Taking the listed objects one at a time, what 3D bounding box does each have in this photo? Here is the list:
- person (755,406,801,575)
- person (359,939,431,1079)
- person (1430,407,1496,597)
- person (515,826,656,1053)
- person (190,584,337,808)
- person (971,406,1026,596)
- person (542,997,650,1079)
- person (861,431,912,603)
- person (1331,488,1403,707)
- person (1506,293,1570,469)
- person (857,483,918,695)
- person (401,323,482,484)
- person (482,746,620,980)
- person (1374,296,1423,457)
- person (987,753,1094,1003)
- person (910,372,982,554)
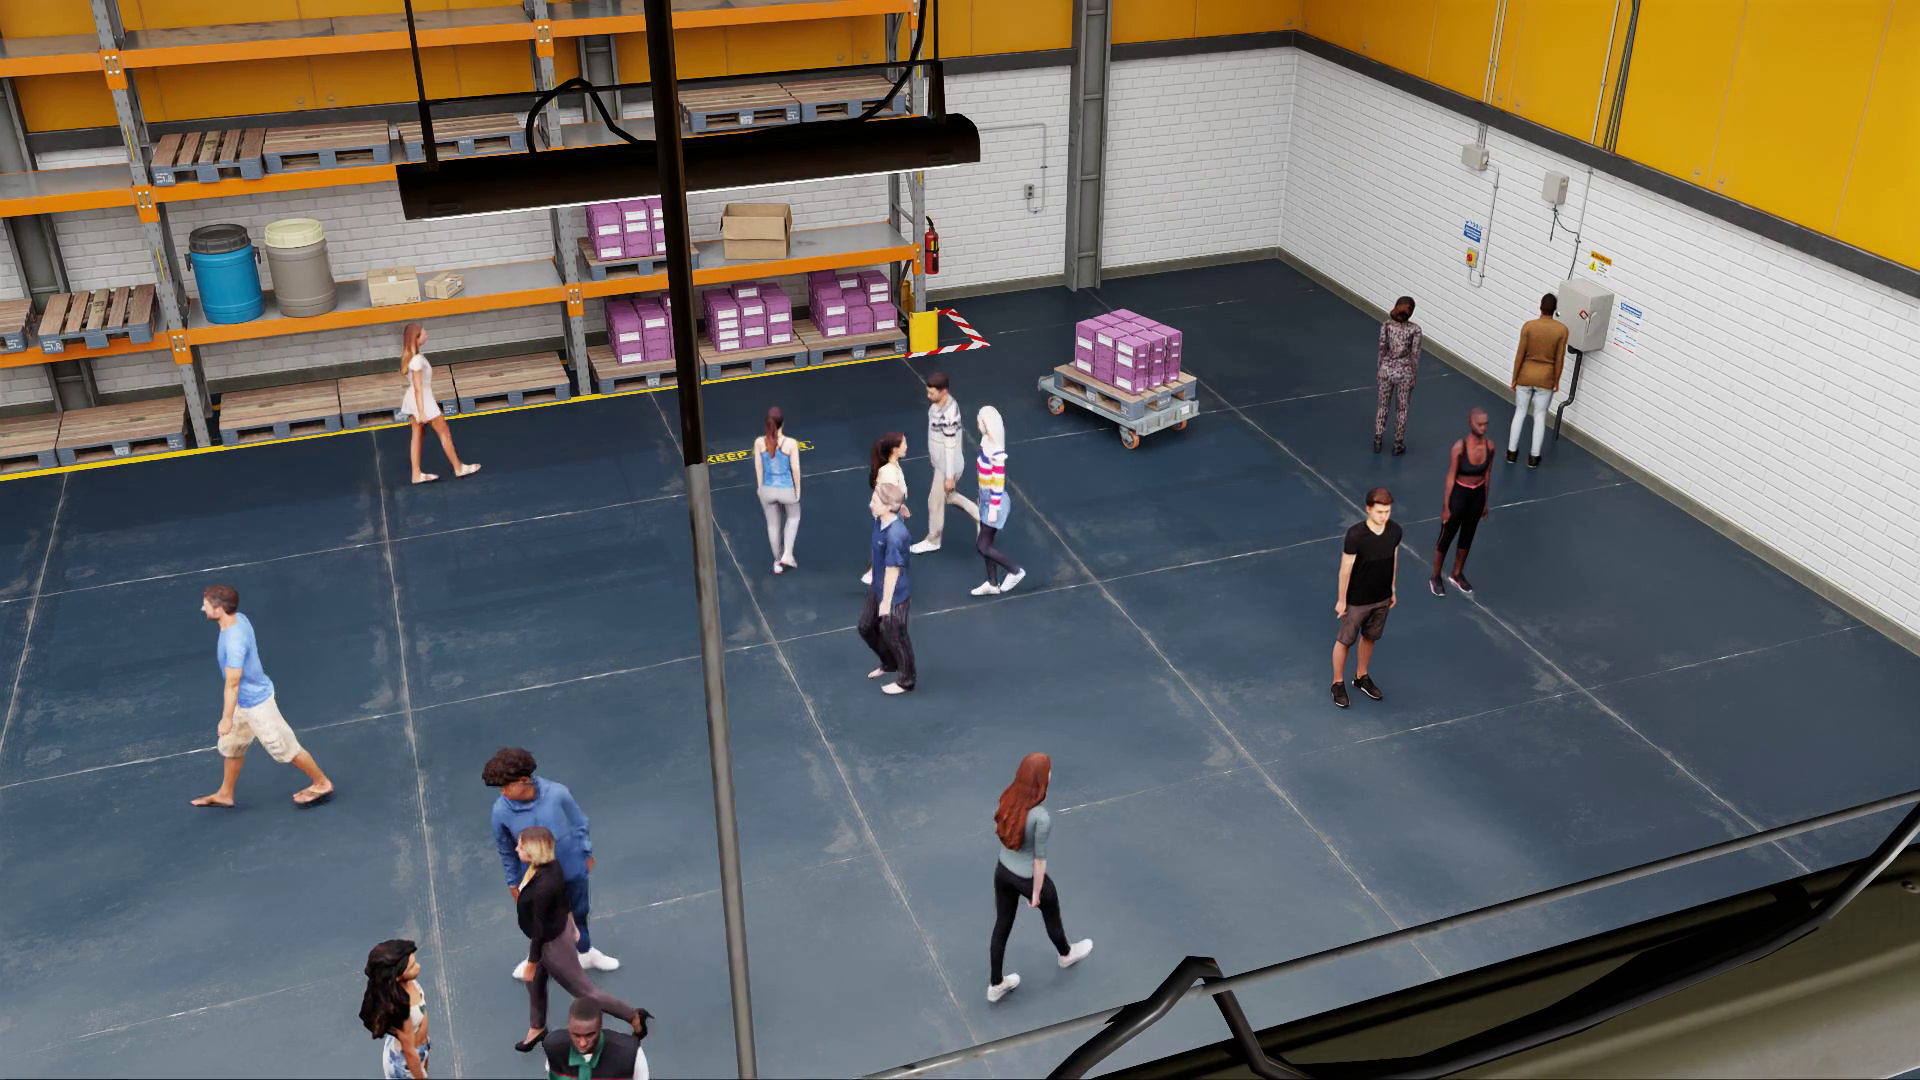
[{"bbox_3d":[-1.636,-0.405,14.829,0.667,1.600,0.724,1,29,1],"label":"person"},{"bbox_3d":[-2.958,2.795,8.942,0.561,1.621,0.549,-9,30,-15],"label":"person"},{"bbox_3d":[4.422,-0.355,14.571,0.495,1.760,0.672,-7,29,-12],"label":"person"},{"bbox_3d":[-2.255,2.377,9.698,1.084,1.630,0.676,-7,29,-13],"label":"person"},{"bbox_3d":[-4.909,1.138,11.775,1.209,1.815,0.692,-11,31,-20],"label":"person"},{"bbox_3d":[0.358,-0.319,14.472,0.762,1.792,0.729,-10,30,-17],"label":"person"},{"bbox_3d":[-1.792,2.939,8.494,1.168,1.797,1.057,3,29,5],"label":"person"},{"bbox_3d":[-0.675,-0.187,14.412,0.735,1.618,0.698,-3,29,-5],"label":"person"},{"bbox_3d":[3.196,0.414,13.055,0.482,1.861,0.736,-10,30,-17],"label":"person"},{"bbox_3d":[5.839,-1.624,16.844,0.699,1.811,0.763,12,31,21],"label":"person"},{"bbox_3d":[-0.457,0.394,13.094,0.644,1.859,0.663,-9,30,-16],"label":"person"},{"bbox_3d":[-5.407,-1.325,16.437,0.921,1.675,0.650,-13,31,-22],"label":"person"},{"bbox_3d":[-2.476,1.972,10.274,0.516,1.790,0.881,-16,32,-27],"label":"person"},{"bbox_3d":[4.478,-1.698,17.081,0.674,1.713,0.729,14,32,24],"label":"person"},{"bbox_3d":[0.317,2.097,10.131,1.073,1.707,0.804,-23,36,-35],"label":"person"},{"bbox_3d":[-0.036,-0.697,15.135,1.120,1.820,0.900,-1,29,-2],"label":"person"}]
